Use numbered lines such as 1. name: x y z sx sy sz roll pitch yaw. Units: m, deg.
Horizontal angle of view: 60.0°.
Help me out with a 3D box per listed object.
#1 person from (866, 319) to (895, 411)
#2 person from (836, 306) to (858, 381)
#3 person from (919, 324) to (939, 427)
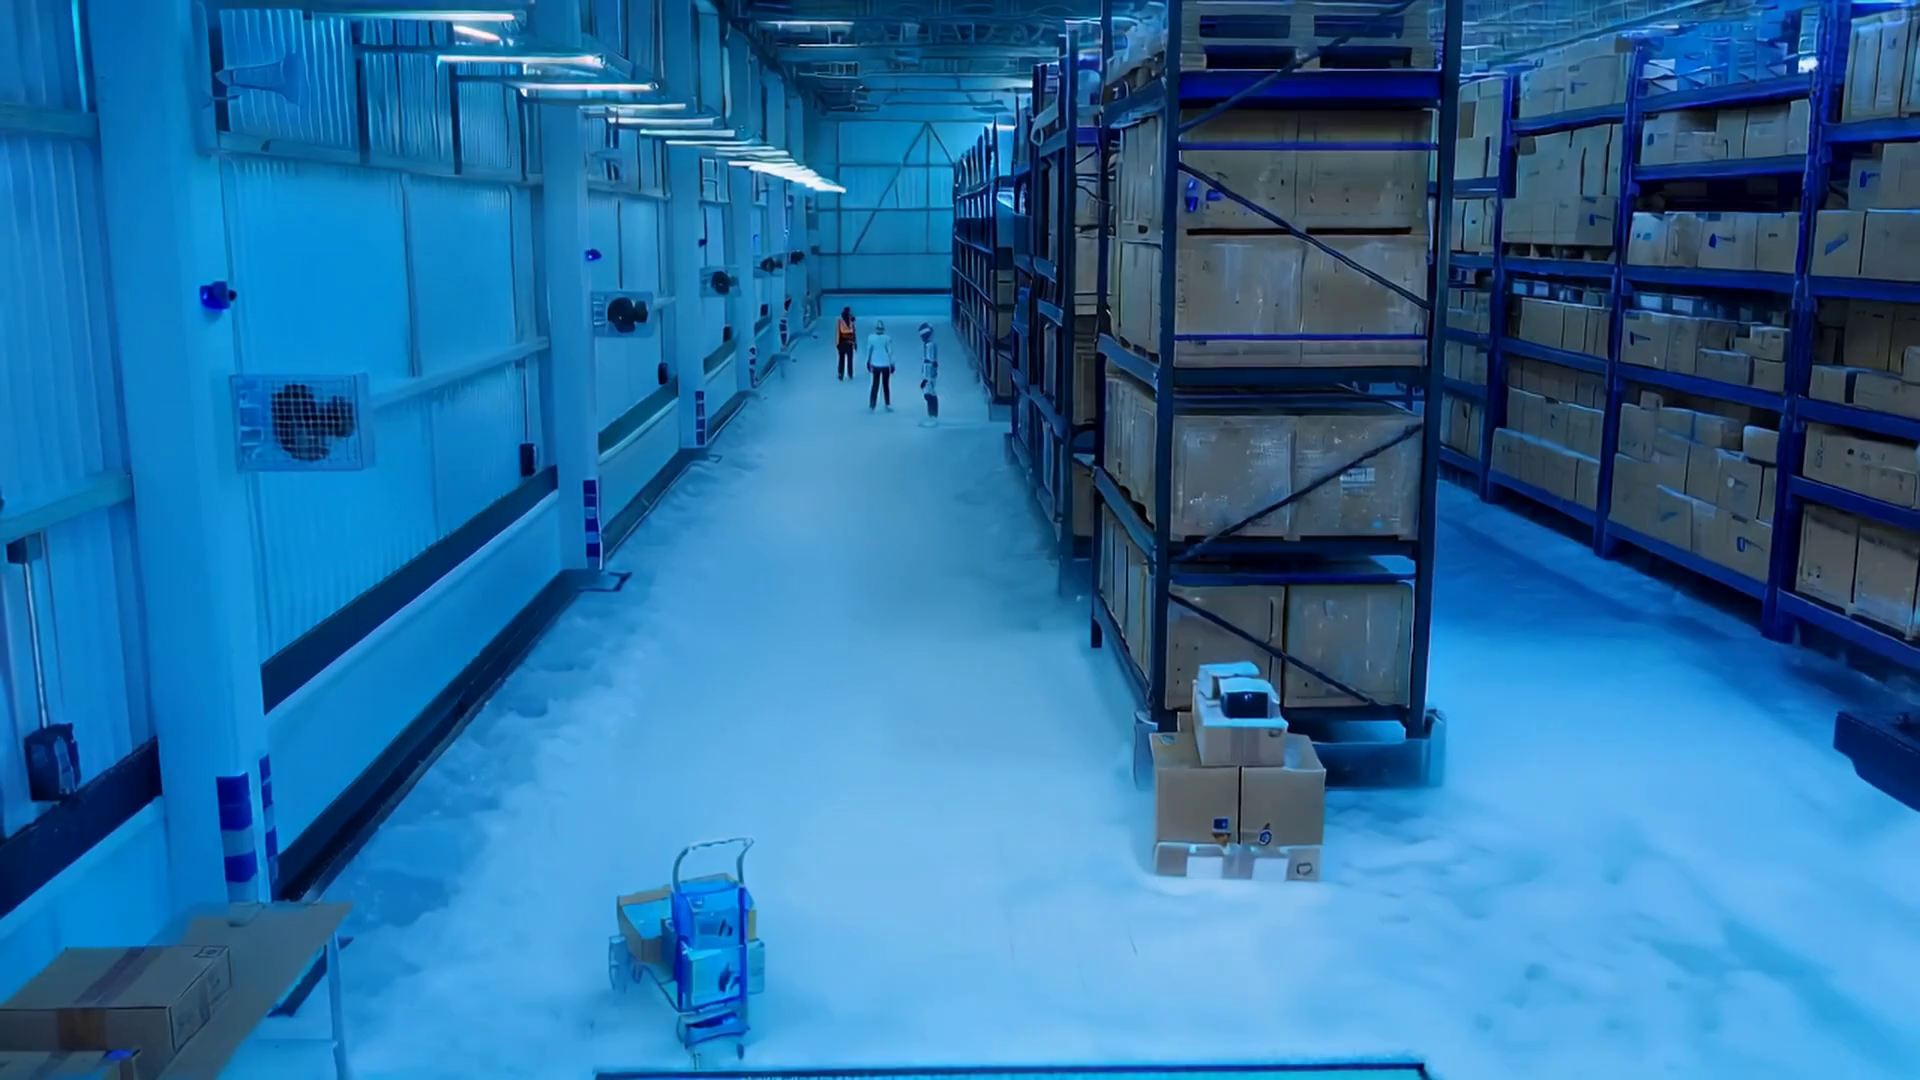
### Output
1. person: -1.703 -3.749 35.694 0.616 1.987 0.407 -3 11 -14
2. person: -2.895 -5.013 42.468 0.586 1.913 0.397 -6 12 -29
3. person: -0.640 -3.246 32.929 0.394 2.040 0.610 4 12 20
